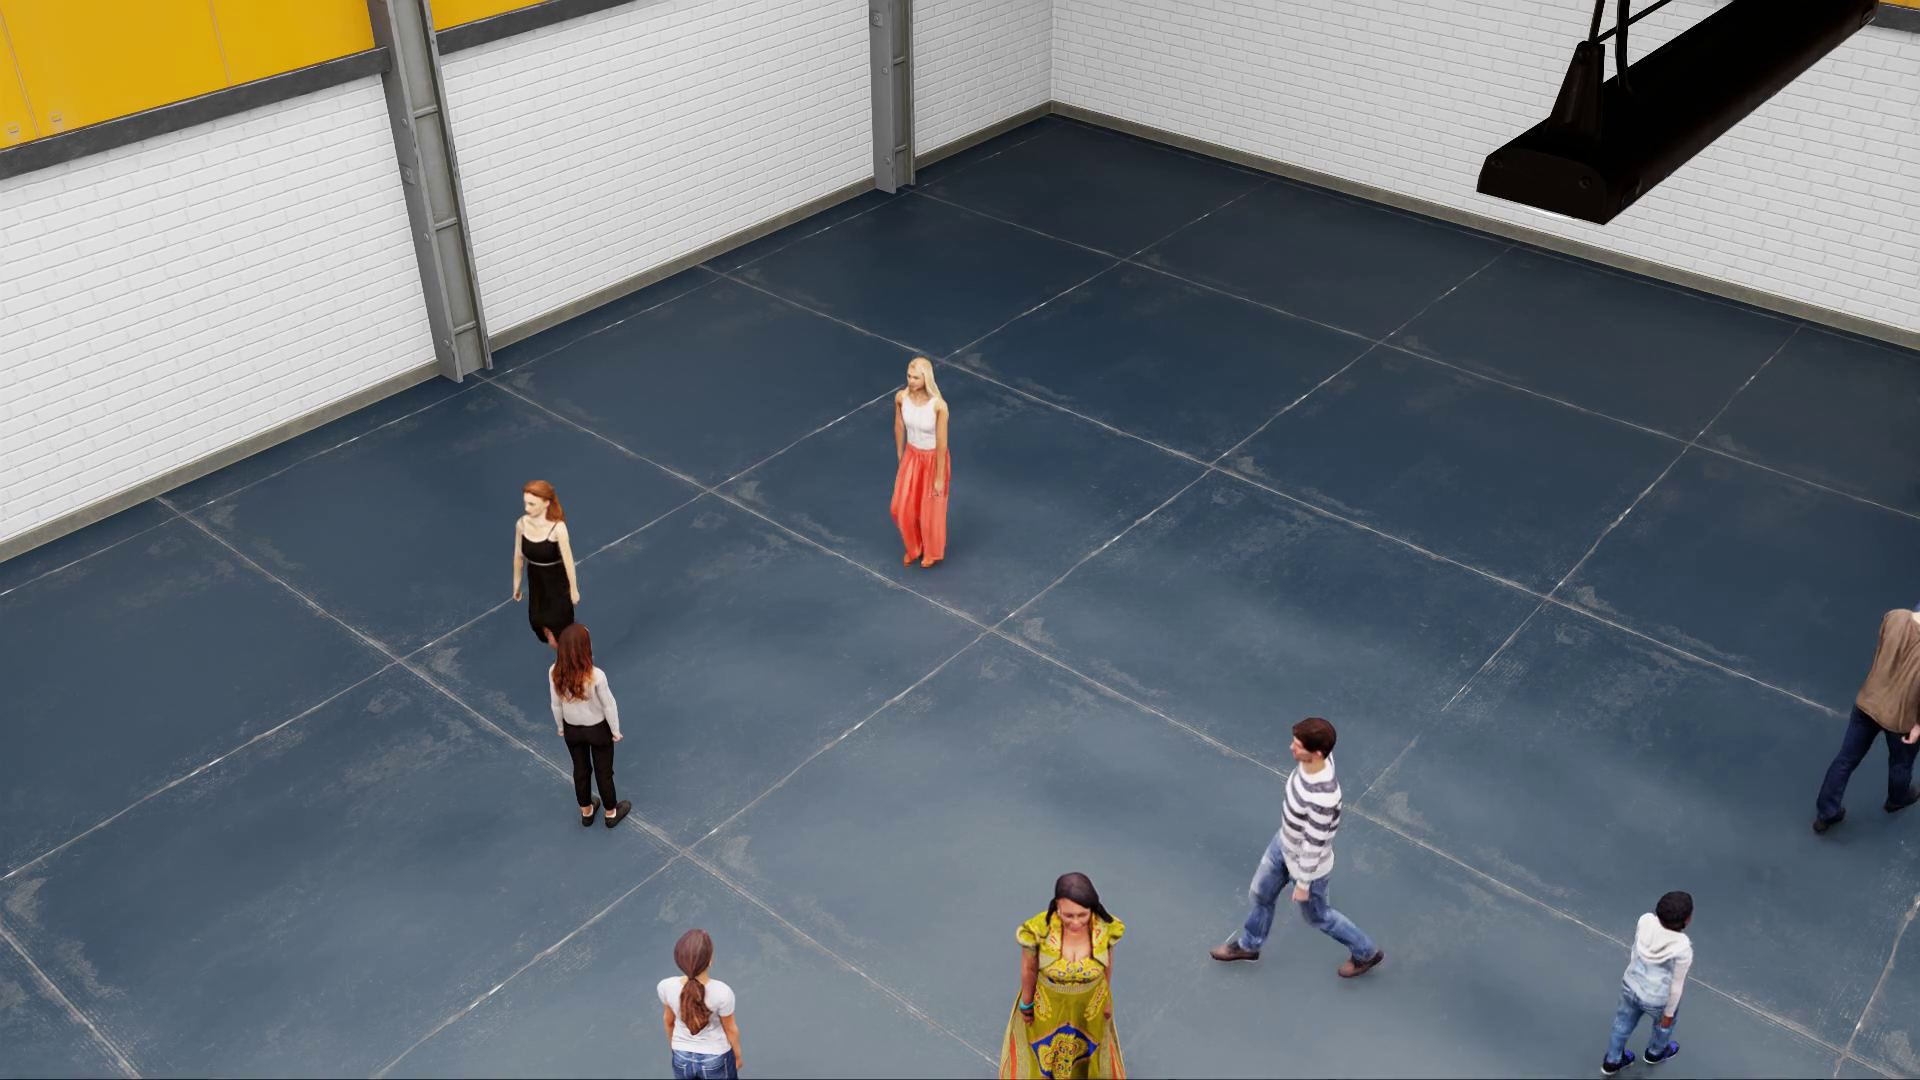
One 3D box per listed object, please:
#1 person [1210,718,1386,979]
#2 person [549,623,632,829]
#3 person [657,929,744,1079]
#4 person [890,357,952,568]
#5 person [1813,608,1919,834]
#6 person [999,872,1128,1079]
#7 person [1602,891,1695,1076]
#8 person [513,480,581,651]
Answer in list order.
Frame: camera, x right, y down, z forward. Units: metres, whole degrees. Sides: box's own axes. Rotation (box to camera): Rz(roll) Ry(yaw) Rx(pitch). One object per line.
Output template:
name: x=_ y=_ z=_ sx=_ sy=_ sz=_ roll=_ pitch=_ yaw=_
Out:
person: x=1.959 y=1.708 z=8.954 sx=1.203 sy=1.807 sz=1.187 roll=-1 pitch=34 yaw=-1
person: x=-2.268 y=1.139 z=10.101 sx=0.618 sy=1.484 sz=0.627 roll=6 pitch=34 yaw=8
person: x=-1.236 y=2.475 z=8.021 sx=0.613 sy=1.562 sz=0.646 roll=6 pitch=34 yaw=9
person: x=-0.210 y=-0.603 z=12.448 sx=0.742 sy=1.787 sz=0.851 roll=15 pitch=36 yaw=21
person: x=5.513 y=1.021 z=9.948 sx=1.111 sy=1.850 sz=0.853 roll=-19 pitch=38 yaw=-26
person: x=0.527 y=2.271 z=8.239 sx=0.979 sy=1.660 sz=1.062 roll=-6 pitch=34 yaw=-9
person: x=3.512 y=2.313 z=8.549 sx=0.738 sy=1.248 sz=0.611 roll=-19 pitch=38 yaw=-27
person: x=-2.728 y=0.274 z=11.288 sx=0.644 sy=1.612 sz=0.666 roll=15 pitch=36 yaw=21
